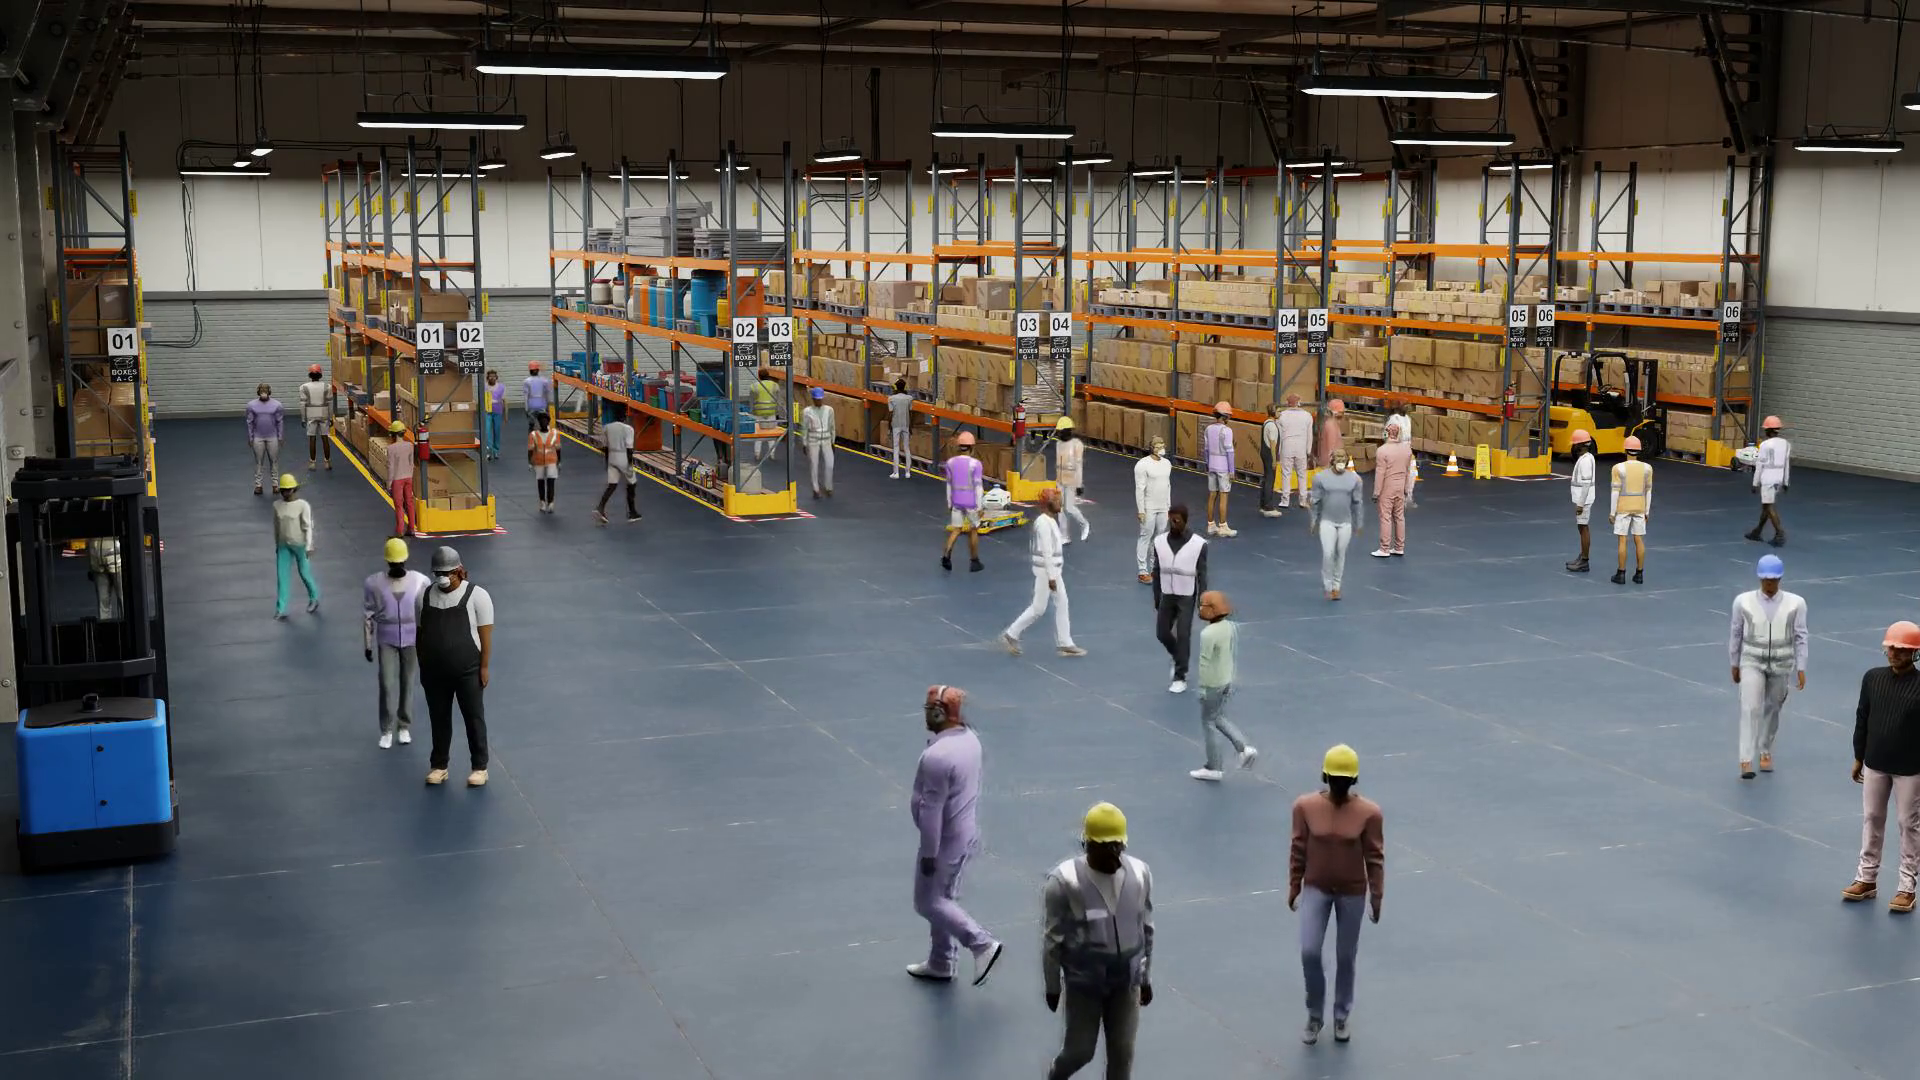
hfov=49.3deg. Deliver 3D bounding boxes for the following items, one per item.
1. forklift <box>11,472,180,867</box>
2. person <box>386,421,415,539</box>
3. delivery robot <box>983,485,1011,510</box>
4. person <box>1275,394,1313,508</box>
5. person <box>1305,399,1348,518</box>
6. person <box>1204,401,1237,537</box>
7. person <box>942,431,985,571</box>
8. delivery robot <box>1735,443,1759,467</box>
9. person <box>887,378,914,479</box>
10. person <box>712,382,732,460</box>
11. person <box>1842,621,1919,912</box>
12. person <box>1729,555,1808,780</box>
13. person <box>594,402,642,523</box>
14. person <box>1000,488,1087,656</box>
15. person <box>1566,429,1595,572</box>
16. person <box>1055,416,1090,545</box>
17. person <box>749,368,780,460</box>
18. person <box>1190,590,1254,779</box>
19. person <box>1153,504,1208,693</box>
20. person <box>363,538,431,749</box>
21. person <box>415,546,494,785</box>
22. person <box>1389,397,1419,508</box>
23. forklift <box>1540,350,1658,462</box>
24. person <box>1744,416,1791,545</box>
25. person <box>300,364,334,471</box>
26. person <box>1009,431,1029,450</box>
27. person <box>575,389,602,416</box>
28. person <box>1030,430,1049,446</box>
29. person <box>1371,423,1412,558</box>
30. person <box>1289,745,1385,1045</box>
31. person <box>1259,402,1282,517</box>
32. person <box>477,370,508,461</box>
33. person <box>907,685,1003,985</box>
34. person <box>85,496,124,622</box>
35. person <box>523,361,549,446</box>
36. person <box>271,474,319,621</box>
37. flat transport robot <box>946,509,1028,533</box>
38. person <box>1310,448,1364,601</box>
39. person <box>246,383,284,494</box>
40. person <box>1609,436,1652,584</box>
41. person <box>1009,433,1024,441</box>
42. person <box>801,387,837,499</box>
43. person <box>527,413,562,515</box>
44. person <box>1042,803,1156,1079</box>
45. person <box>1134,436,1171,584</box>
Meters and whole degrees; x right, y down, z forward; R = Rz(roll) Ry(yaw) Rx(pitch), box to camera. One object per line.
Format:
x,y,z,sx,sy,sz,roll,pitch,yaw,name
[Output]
-6.630,0.886,15.957,1.129,2.768,1.873,-3,9,-21,forklift
-8.421,-0.911,31.485,0.309,1.772,0.525,5,10,28,person
0.591,-0.647,33.583,0.477,0.478,0.707,2,9,12,delivery robot
5.544,-1.486,34.885,0.642,1.902,0.399,0,9,-2,person
5.822,-1.245,33.017,0.560,1.977,0.636,0,9,3,person
3.957,-1.081,31.707,0.372,2.044,0.608,-6,10,-33,person
0.067,-0.514,28.329,0.562,1.919,0.731,5,10,31,person
15.101,-1.602,39.951,0.477,0.478,0.707,-1,8,-6,delivery robot
-1.110,-2.080,38.931,0.513,1.877,0.328,-3,9,-18,person
-4.799,-2.565,41.856,0.608,1.969,0.878,-3,9,-16,person
6.427,1.537,14.404,0.374,1.997,0.608,-7,11,-38,person
6.850,1.084,17.740,0.610,1.899,0.982,2,9,16,person
-5.411,-1.227,33.057,0.609,1.938,0.909,5,10,31,person
0.906,0.350,22.794,0.884,1.860,0.583,2,9,15,person
8.450,-0.545,28.515,0.374,1.928,0.542,3,9,18,person
1.619,-0.872,30.765,0.529,1.904,0.601,-7,11,-38,person
-3.933,-2.529,42.049,0.627,1.842,0.428,-2,9,-12,person
2.202,1.230,17.692,0.433,1.624,0.502,5,10,29,person
2.233,0.566,21.208,0.594,1.906,0.543,5,10,28,person
-5.034,0.922,18.819,0.600,1.899,0.663,-3,9,-19,person
-4.271,1.064,17.556,0.677,2.000,0.536,1,9,8,person
7.349,-1.429,34.630,0.583,1.861,0.659,-8,11,-41,person
12.897,-2.725,42.309,2.313,2.155,1.214,-3,9,-21,forklift
11.975,-0.892,30.953,0.558,1.900,0.900,-4,10,-27,person
-12.350,-2.360,40.235,0.611,2.043,0.374,-3,9,-21,person
1.200,-2.589,42.536,0.601,1.808,0.713,-6,10,-35,person
-9.073,-3.810,51.438,0.880,1.579,0.505,0,9,-3,person
1.686,-2.848,44.630,0.535,1.700,0.318,1,9,8,person
6.091,-0.712,29.698,0.653,1.906,0.405,-6,10,-33,person
2.144,2.028,11.952,0.544,1.747,0.537,2,9,13,person
5.029,-1.306,33.872,0.327,1.842,0.517,-1,9,-5,person
-9.353,-2.497,41.956,0.587,1.792,0.954,-2,9,-15,person
-0.047,1.823,12.855,0.594,1.885,0.657,3,9,20,person
-9.428,0.297,23.255,0.587,1.821,0.404,1,9,6,person
-8.788,-2.759,43.433,0.543,1.895,1.010,-3,9,-21,person
-7.999,0.065,25.192,0.531,1.754,0.805,2,9,12,person
0.427,-0.304,32.551,0.652,0.197,1.431,5,10,31,flat transport robot
4.720,-0.183,26.121,0.662,1.916,0.701,0,9,-1,person
-12.192,-1.788,36.771,0.632,1.940,0.372,-2,9,-15,person
8.794,-0.401,27.522,0.547,1.938,0.378,0,9,-3,person
1.189,-2.730,43.752,0.495,1.723,0.418,-7,11,-39,person
-2.390,-1.645,35.856,0.658,1.920,0.775,-3,9,-21,person
-6.781,-1.255,34.174,0.547,1.643,0.912,-1,9,-8,person
0.698,2.193,10.655,0.598,1.816,0.612,-3,9,-19,person
2.560,-0.408,27.565,0.627,1.941,0.370,-8,11,-41,person
